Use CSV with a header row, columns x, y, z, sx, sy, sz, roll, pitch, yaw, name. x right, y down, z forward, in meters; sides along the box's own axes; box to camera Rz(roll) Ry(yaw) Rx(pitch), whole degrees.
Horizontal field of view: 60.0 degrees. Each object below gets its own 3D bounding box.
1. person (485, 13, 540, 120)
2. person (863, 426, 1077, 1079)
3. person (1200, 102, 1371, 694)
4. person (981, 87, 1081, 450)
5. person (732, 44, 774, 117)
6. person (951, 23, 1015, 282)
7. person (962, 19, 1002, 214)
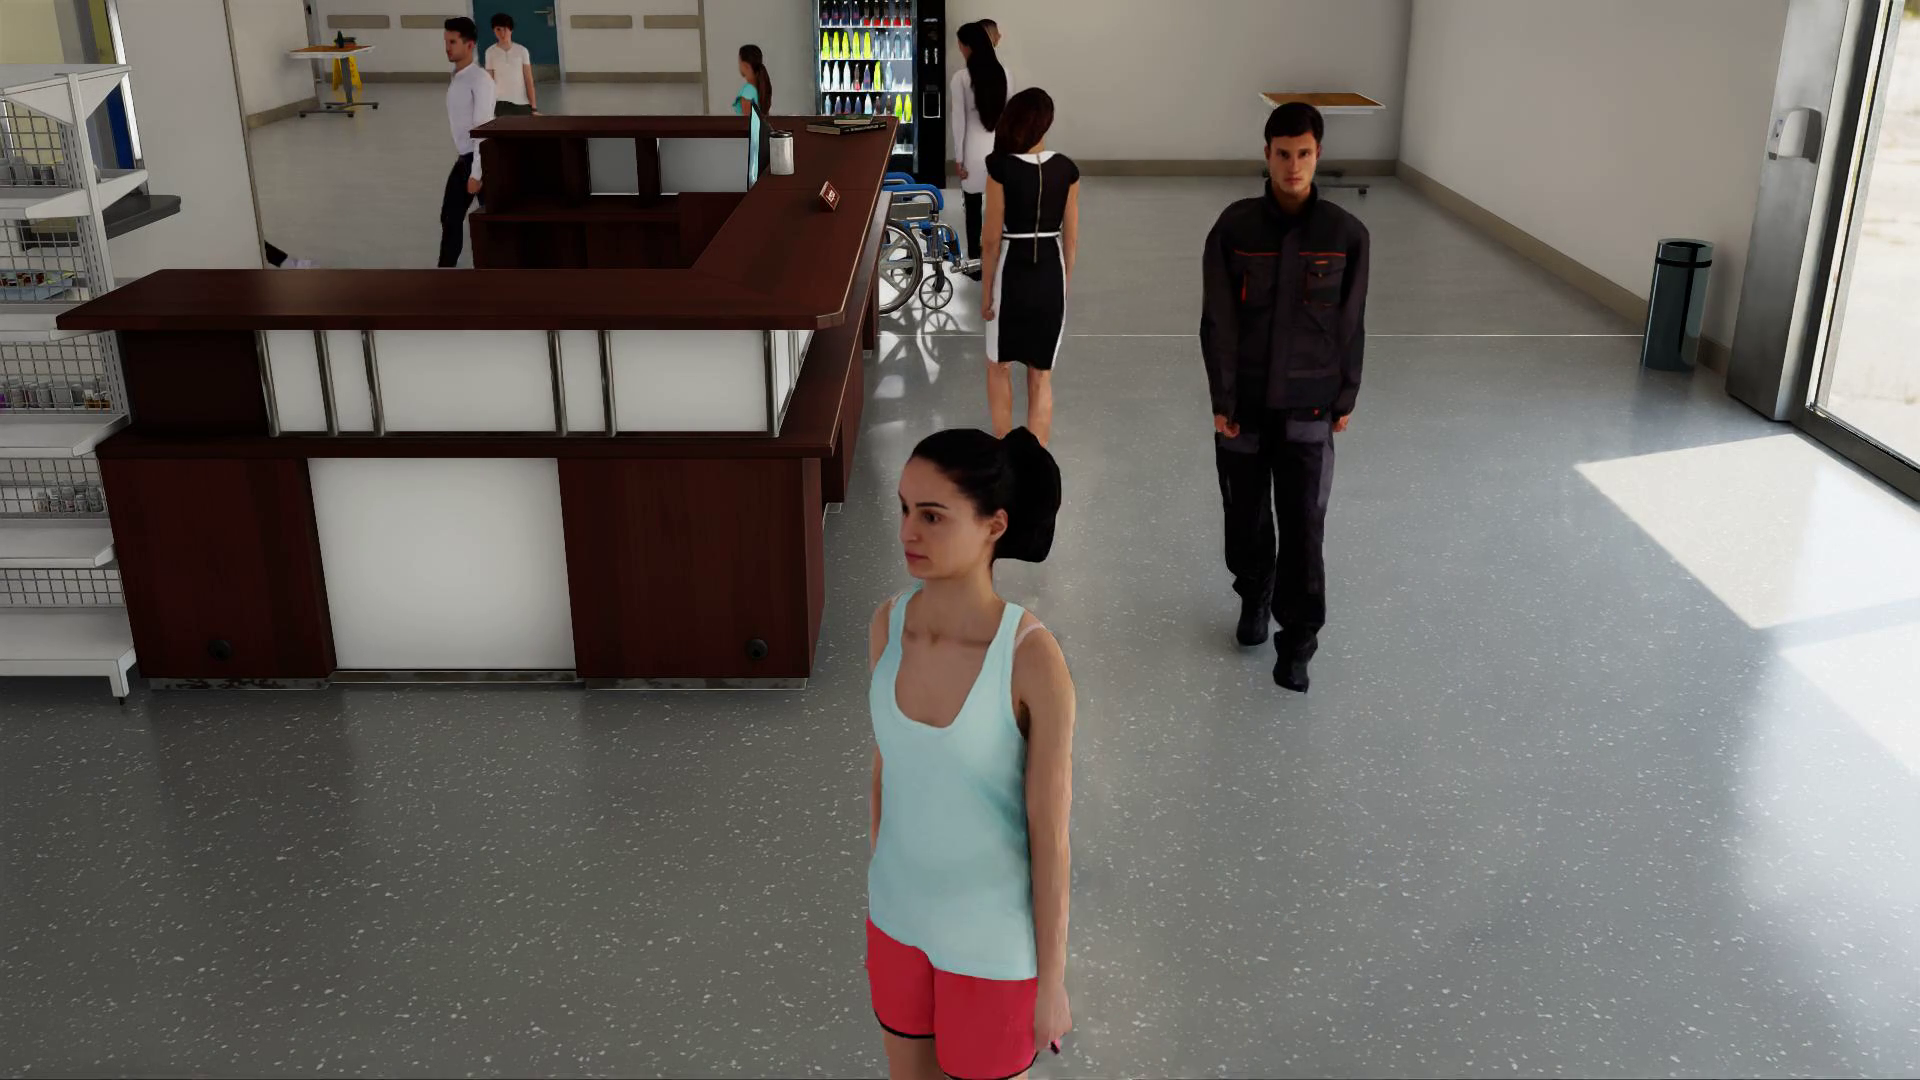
x,y,z,sx,sy,sz,roll,pitch,yaw,name
-3.988,-3.853,14.876,0.964,1.636,0.795,-5,21,-13,person
0.062,0.649,2.824,0.858,1.754,0.905,18,27,39,person
1.066,-0.511,5.665,1.123,1.911,0.910,4,21,11,person
0.317,-1.004,7.147,0.631,1.783,0.707,-4,21,-12,person
-1.481,-2.930,12.579,0.962,1.537,0.803,10,23,25,person
0.207,-2.508,11.159,1.176,1.755,0.891,-4,21,-11,person
0.124,-3.622,14.292,0.738,1.618,0.687,5,21,14,person
